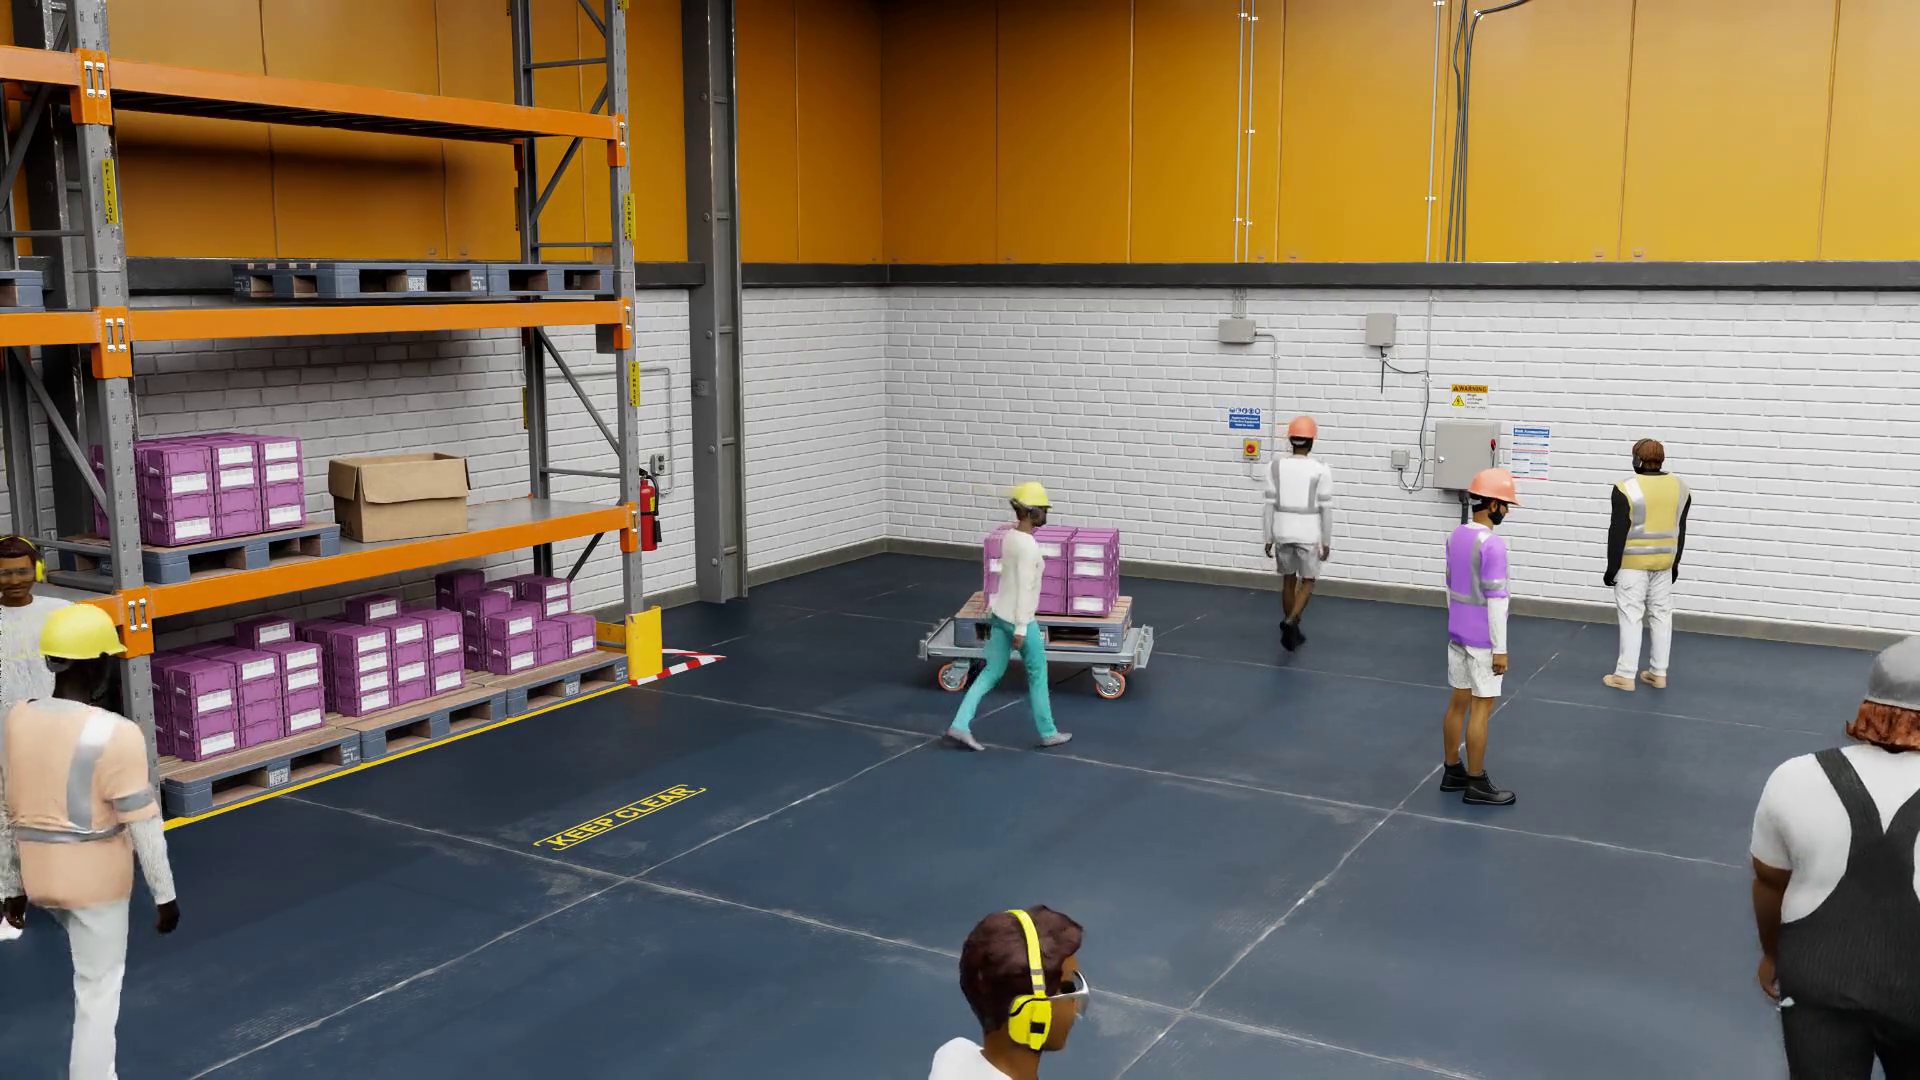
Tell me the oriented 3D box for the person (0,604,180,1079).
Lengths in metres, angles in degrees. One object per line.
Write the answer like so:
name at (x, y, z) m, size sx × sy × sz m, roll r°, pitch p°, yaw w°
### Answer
person at (-2.998, 1.158, 5.809) m, size 0.610 × 1.904 × 0.593 m, roll 3°, pitch 10°, yaw 18°

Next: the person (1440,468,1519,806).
person at (2.994, 0.548, 9.544) m, size 0.366 × 1.931 × 0.542 m, roll -2°, pitch 9°, yaw -12°

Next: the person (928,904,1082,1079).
person at (0.099, 1.601, 3.174) m, size 0.330 × 1.869 × 0.518 m, roll -3°, pitch 10°, yaw -19°

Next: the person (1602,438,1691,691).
person at (4.970, 0.179, 12.127) m, size 0.624 × 1.844 × 0.430 m, roll -2°, pitch 9°, yaw -14°

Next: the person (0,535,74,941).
person at (-4.266, 0.894, 7.616) m, size 0.516 × 1.861 × 0.322 m, roll -5°, pitch 10°, yaw -29°

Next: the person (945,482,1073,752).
person at (0.311, 0.493, 10.534) m, size 0.832 × 1.722 × 0.526 m, roll -4°, pitch 10°, yaw -21°

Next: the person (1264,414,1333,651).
person at (2.673, -0.037, 13.267) m, size 0.548 × 1.918 × 0.727 m, roll 4°, pitch 10°, yaw 25°
